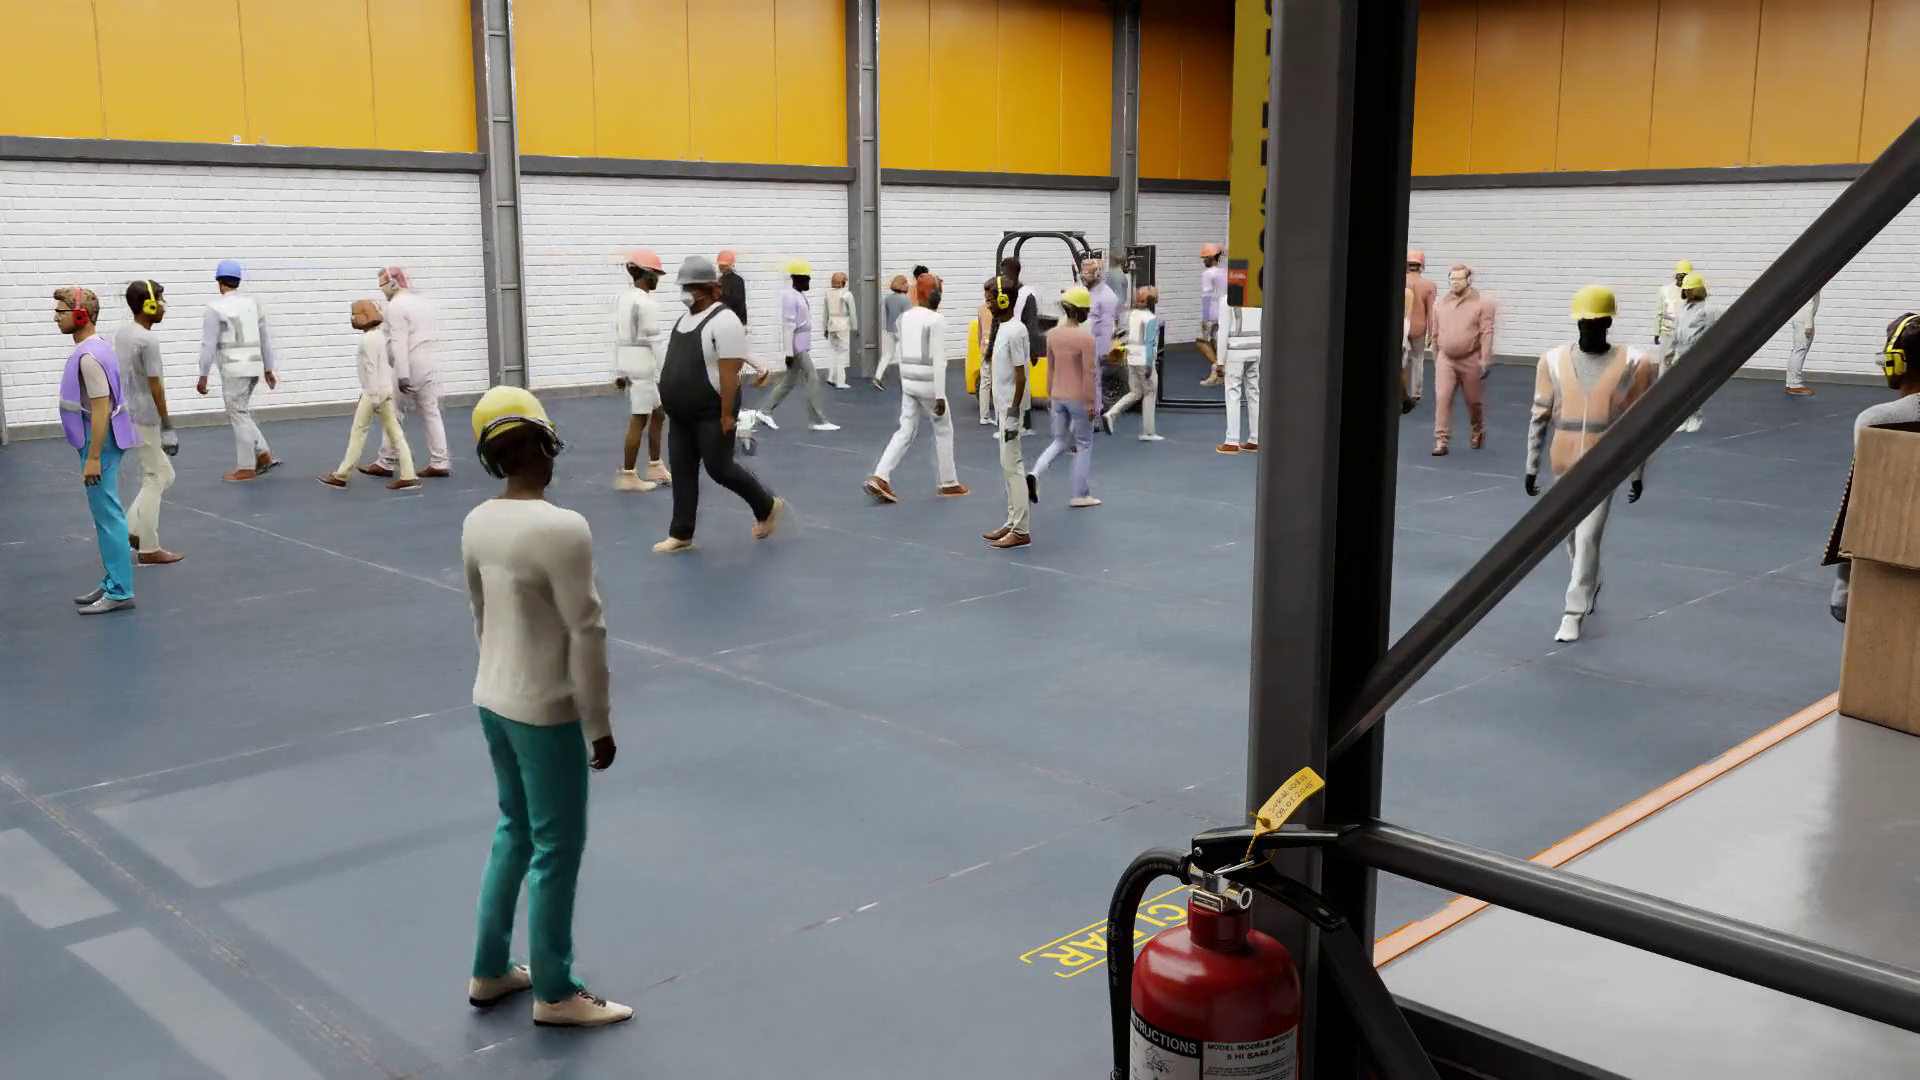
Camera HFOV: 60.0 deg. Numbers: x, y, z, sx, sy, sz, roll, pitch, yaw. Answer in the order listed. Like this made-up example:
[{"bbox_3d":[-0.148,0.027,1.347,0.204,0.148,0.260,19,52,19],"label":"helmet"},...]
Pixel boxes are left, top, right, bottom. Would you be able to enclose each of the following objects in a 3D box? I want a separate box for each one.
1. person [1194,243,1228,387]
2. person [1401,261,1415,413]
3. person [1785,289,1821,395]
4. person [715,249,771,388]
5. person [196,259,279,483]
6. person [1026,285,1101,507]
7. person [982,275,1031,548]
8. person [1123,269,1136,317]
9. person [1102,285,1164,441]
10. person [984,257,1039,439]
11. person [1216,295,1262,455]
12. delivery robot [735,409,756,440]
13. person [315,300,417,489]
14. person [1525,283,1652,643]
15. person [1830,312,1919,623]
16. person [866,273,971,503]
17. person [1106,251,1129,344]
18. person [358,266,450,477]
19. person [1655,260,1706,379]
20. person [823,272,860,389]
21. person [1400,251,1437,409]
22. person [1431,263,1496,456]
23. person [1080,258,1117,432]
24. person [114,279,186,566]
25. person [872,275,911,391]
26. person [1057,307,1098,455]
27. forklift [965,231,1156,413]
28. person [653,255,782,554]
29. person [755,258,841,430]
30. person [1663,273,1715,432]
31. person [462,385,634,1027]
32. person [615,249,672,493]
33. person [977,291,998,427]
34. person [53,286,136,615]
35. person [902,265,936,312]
[{"bbox_3d":[3.550,-3.157,23.405,0.460,2.025,0.629,9,14,41],"label":"person"},{"bbox_3d":[5.111,-2.389,19.651,0.550,1.872,1.036,8,13,37],"label":"person"},{"bbox_3d":[11.357,-2.914,22.355,0.367,1.934,0.630,4,11,19],"label":"person"},{"bbox_3d":[-3.038,-2.999,22.766,0.899,1.958,0.624,-9,14,-42],"label":"person"},{"bbox_3d":[-6.275,-1.451,14.382,0.503,1.924,0.573,1,10,6],"label":"person"},{"bbox_3d":[0.827,-1.099,12.927,0.620,1.744,0.532,-10,14,-42],"label":"person"},{"bbox_3d":[0.319,-0.873,11.392,0.329,1.863,0.535,-1,10,-5],"label":"person"},{"bbox_3d":[2.623,-3.691,26.910,0.655,1.798,0.935,10,14,43],"label":"person"},{"bbox_3d":[1.814,-1.817,17.186,0.586,1.621,0.515,-5,11,-25],"label":"person"},{"bbox_3d":[0.496,-2.022,17.568,0.749,1.892,0.586,-6,12,-29],"label":"person"},{"bbox_3d":[2.761,-1.771,16.280,0.569,1.875,0.349,-6,12,-30],"label":"person"},{"bbox_3d":[-2.350,-1.154,16.235,0.707,0.478,0.477,-1,10,-5],"label":"delivery robot"},{"bbox_3d":[-4.982,-1.200,13.904,0.840,1.590,0.503,-1,10,-3],"label":"person"},{"bbox_3d":[3.410,-0.447,9.017,0.599,1.891,0.932,7,13,34],"label":"person"},{"bbox_3d":[3.394,0.119,6.005,0.509,1.860,0.318,-2,11,-12],"label":"person"},{"bbox_3d":[-0.349,-1.216,13.339,0.975,1.846,0.580,-10,14,-43],"label":"person"},{"bbox_3d":[2.397,-3.531,25.816,1.001,1.896,0.644,-3,11,-14],"label":"person"},{"bbox_3d":[-4.922,-1.465,14.632,0.894,1.851,0.664,2,11,9],"label":"person"},{"bbox_3d":[9.245,-2.686,21.394,0.594,1.822,0.404,6,12,29],"label":"person"},{"bbox_3d":[-1.649,-2.908,23.127,0.531,1.626,0.395,9,14,40],"label":"person"},{"bbox_3d":[5.597,-2.615,20.679,0.609,1.940,1.030,3,11,16],"label":"person"},{"bbox_3d":[4.933,-1.777,16.320,0.633,1.868,0.916,6,12,30],"label":"person"},{"bbox_3d":[1.406,-2.082,17.915,0.431,1.884,0.666,-6,12,-30],"label":"person"},{"bbox_3d":[-5.236,-0.748,10.740,0.558,1.848,0.384,10,14,44],"label":"person"},{"bbox_3d":[-0.884,-2.844,22.866,0.503,1.605,0.815,9,14,41],"label":"person"},{"bbox_3d":[1.107,-1.625,16.143,0.409,1.612,0.564,-7,13,-35],"label":"person"},{"bbox_3d":[1.222,-2.721,20.561,2.313,2.155,1.214,2,11,13],"label":"forklift"},{"bbox_3d":[-1.660,-0.937,11.252,0.845,2.000,0.687,-9,14,-40],"label":"person"},{"bbox_3d":[-1.817,-2.132,18.188,0.939,1.888,0.596,0,10,2],"label":"person"},{"bbox_3d":[7.904,-2.017,18.007,0.406,1.723,0.480,-4,11,-19],"label":"person"},{"bbox_3d":[-1.145,0.472,4.432,0.349,1.735,0.564,-9,14,-41],"label":"person"},{"bbox_3d":[-2.560,-1.403,13.872,0.777,2.008,0.651,-7,12,-33],"label":"person"},{"bbox_3d":[0.389,-2.082,18.592,0.307,1.641,0.513,-9,14,-41],"label":"person"},{"bbox_3d":[-4.890,-0.507,9.442,0.390,1.846,0.564,-6,12,-28],"label":"person"},{"bbox_3d":[-0.620,-3.212,24.630,0.604,1.687,0.316,3,11,17],"label":"person"}]
